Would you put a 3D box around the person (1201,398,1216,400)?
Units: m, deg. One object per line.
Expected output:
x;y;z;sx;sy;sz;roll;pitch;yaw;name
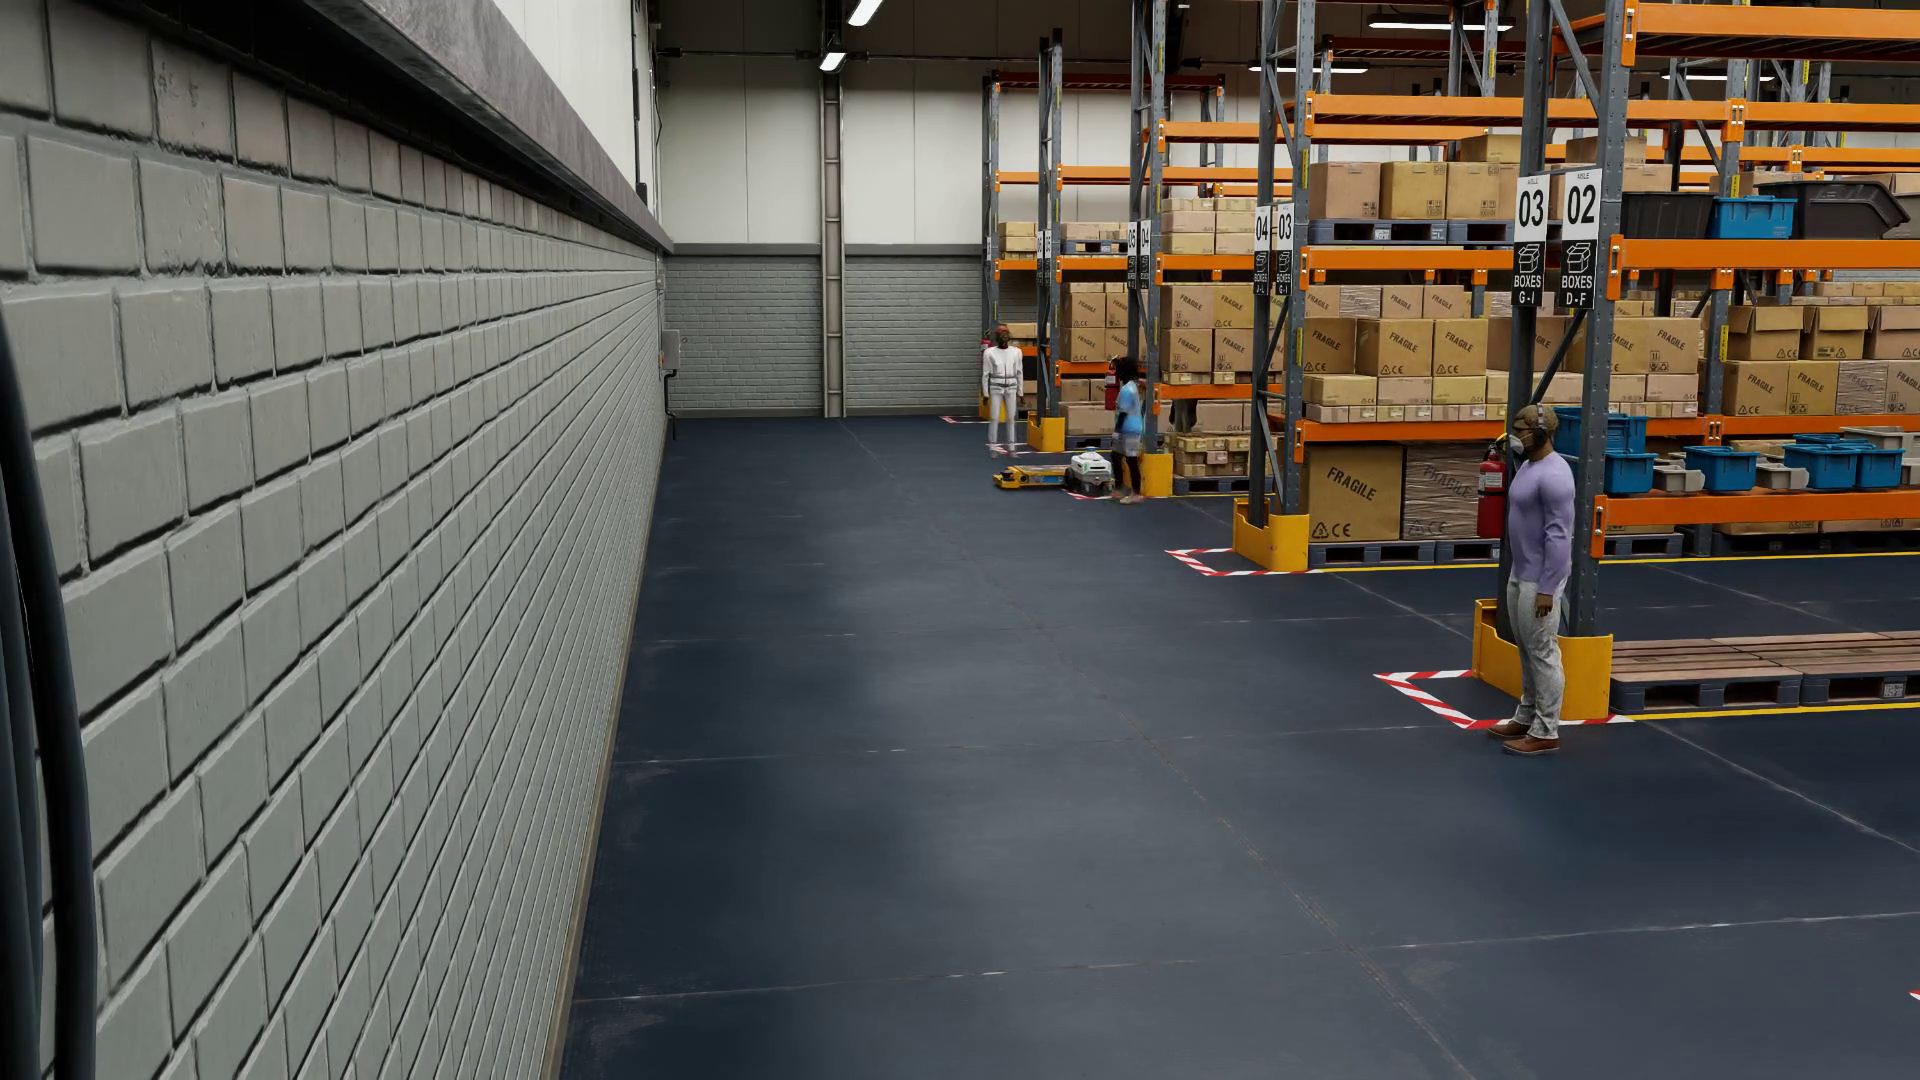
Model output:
3.859;-2.622;26.624;0.782;1.941;0.611;2;9;9;person

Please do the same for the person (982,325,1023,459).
0.605;-2.081;23.464;0.583;1.883;0.338;-2;9;-10;person

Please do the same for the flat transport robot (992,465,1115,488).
1.157;-0.790;20.463;1.431;0.197;0.652;-1;9;-9;flat transport robot

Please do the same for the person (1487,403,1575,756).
3.161;0.214;9.140;0.354;1.937;0.635;1;9;5;person

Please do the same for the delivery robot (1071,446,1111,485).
1.558;-0.871;19.798;0.477;0.478;0.707;-2;9;-9;delivery robot

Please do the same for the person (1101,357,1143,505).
1.791;-1.224;18.767;0.570;1.679;0.547;1;9;6;person

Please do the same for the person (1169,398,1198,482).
2.761;-1.603;20.605;0.333;1.860;0.510;-4;10;-26;person
